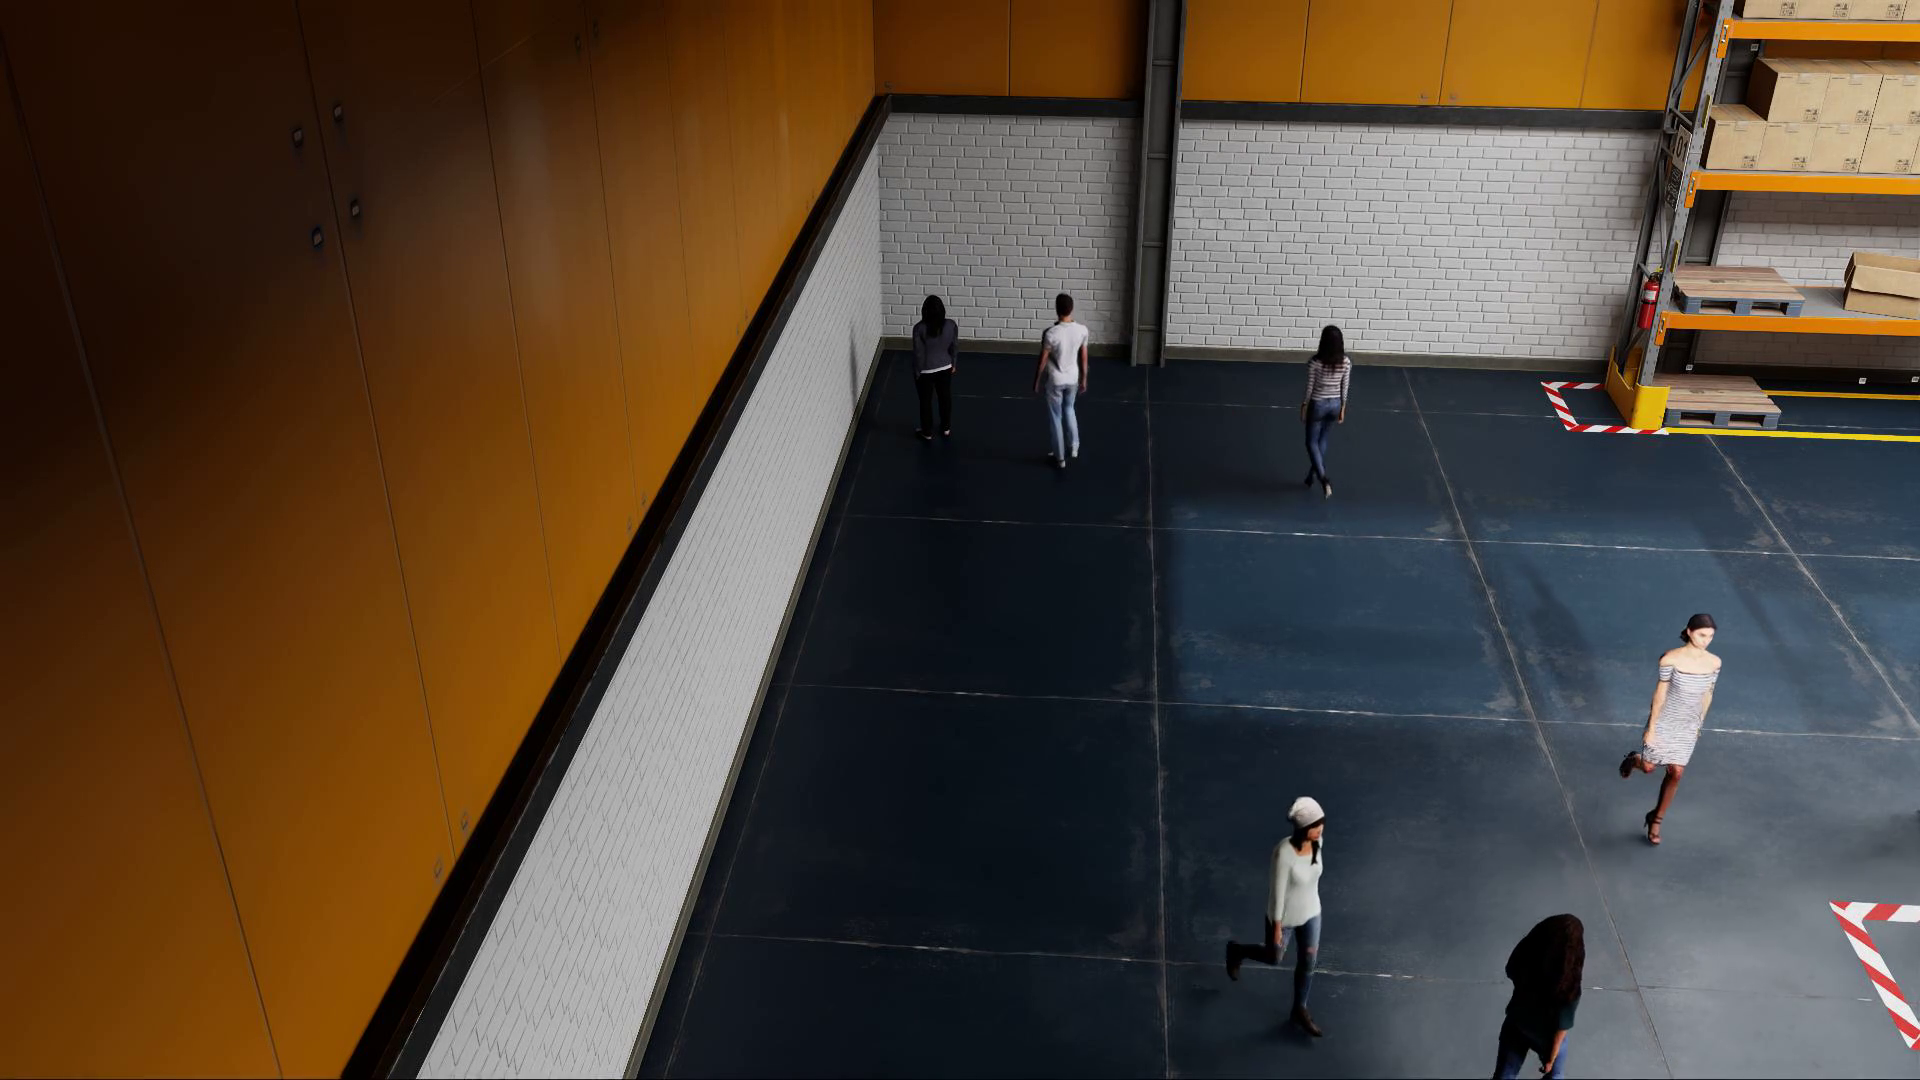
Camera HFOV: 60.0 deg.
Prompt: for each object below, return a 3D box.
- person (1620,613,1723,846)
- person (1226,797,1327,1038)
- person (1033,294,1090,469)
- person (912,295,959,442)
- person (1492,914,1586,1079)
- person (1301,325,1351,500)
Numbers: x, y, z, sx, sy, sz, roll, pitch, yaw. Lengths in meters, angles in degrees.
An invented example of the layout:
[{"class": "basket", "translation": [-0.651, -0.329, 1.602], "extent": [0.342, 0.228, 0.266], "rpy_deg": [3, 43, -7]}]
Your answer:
[{"class": "person", "translation": [4.944, 1.263, 11.639], "extent": [0.832, 1.808, 0.687], "rpy_deg": [0, 29, 0]}, {"class": "person", "translation": [1.949, 2.222, 10.070], "extent": [1.006, 1.626, 1.007], "rpy_deg": [-18, 33, -30]}, {"class": "person", "translation": [1.062, -1.564, 16.787], "extent": [0.717, 1.841, 0.830], "rpy_deg": [-12, 31, -21]}, {"class": "person", "translation": [-0.281, -1.829, 17.526], "extent": [0.759, 1.598, 0.850], "rpy_deg": [-12, 31, -21]}, {"class": "person", "translation": [3.102, 2.749, 9.160], "extent": [1.127, 1.572, 1.041], "rpy_deg": [-20, 34, -32]}, {"class": "person", "translation": [3.555, -1.197, 16.183], "extent": [0.992, 1.773, 0.786], "rpy_deg": [-3, 29, -6]}]
